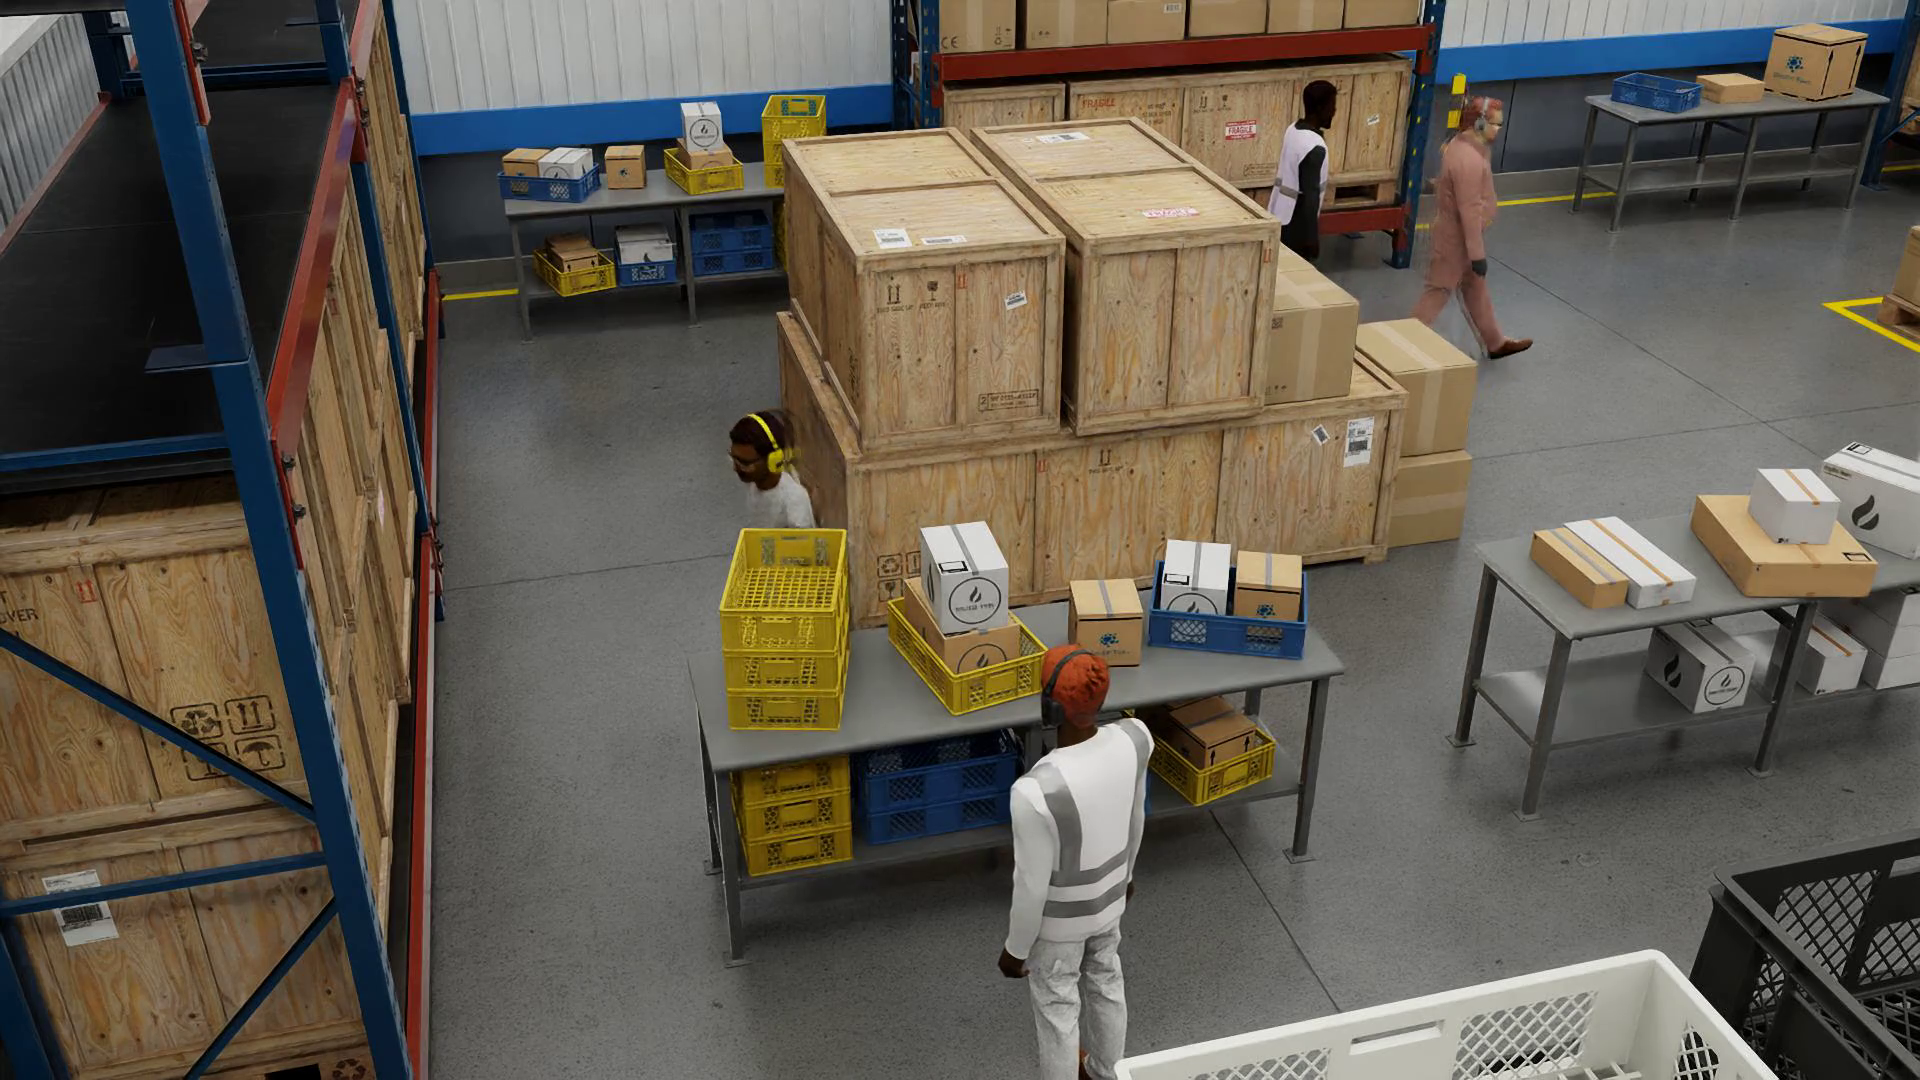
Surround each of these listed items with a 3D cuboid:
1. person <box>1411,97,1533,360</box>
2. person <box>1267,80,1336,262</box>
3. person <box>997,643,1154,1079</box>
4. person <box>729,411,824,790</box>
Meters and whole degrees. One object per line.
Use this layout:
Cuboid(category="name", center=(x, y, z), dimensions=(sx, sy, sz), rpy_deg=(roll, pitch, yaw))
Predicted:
Cuboid(category="person", center=(3.468, -2.003, 11.086), dimensions=(0.894, 1.859, 0.664), rpy_deg=(8, 30, 15))
Cuboid(category="person", center=(2.296, -2.175, 11.353), dimensions=(0.386, 1.911, 0.589), rpy_deg=(-1, 29, -2))
Cuboid(category="person", center=(0.358, 1.162, 5.319), dimensions=(0.585, 1.882, 0.337), rpy_deg=(-25, 37, -38))
Cuboid(category="person", center=(-0.763, 0.304, 6.912), dimensions=(0.421, 1.846, 0.565), rpy_deg=(-13, 31, -22))
